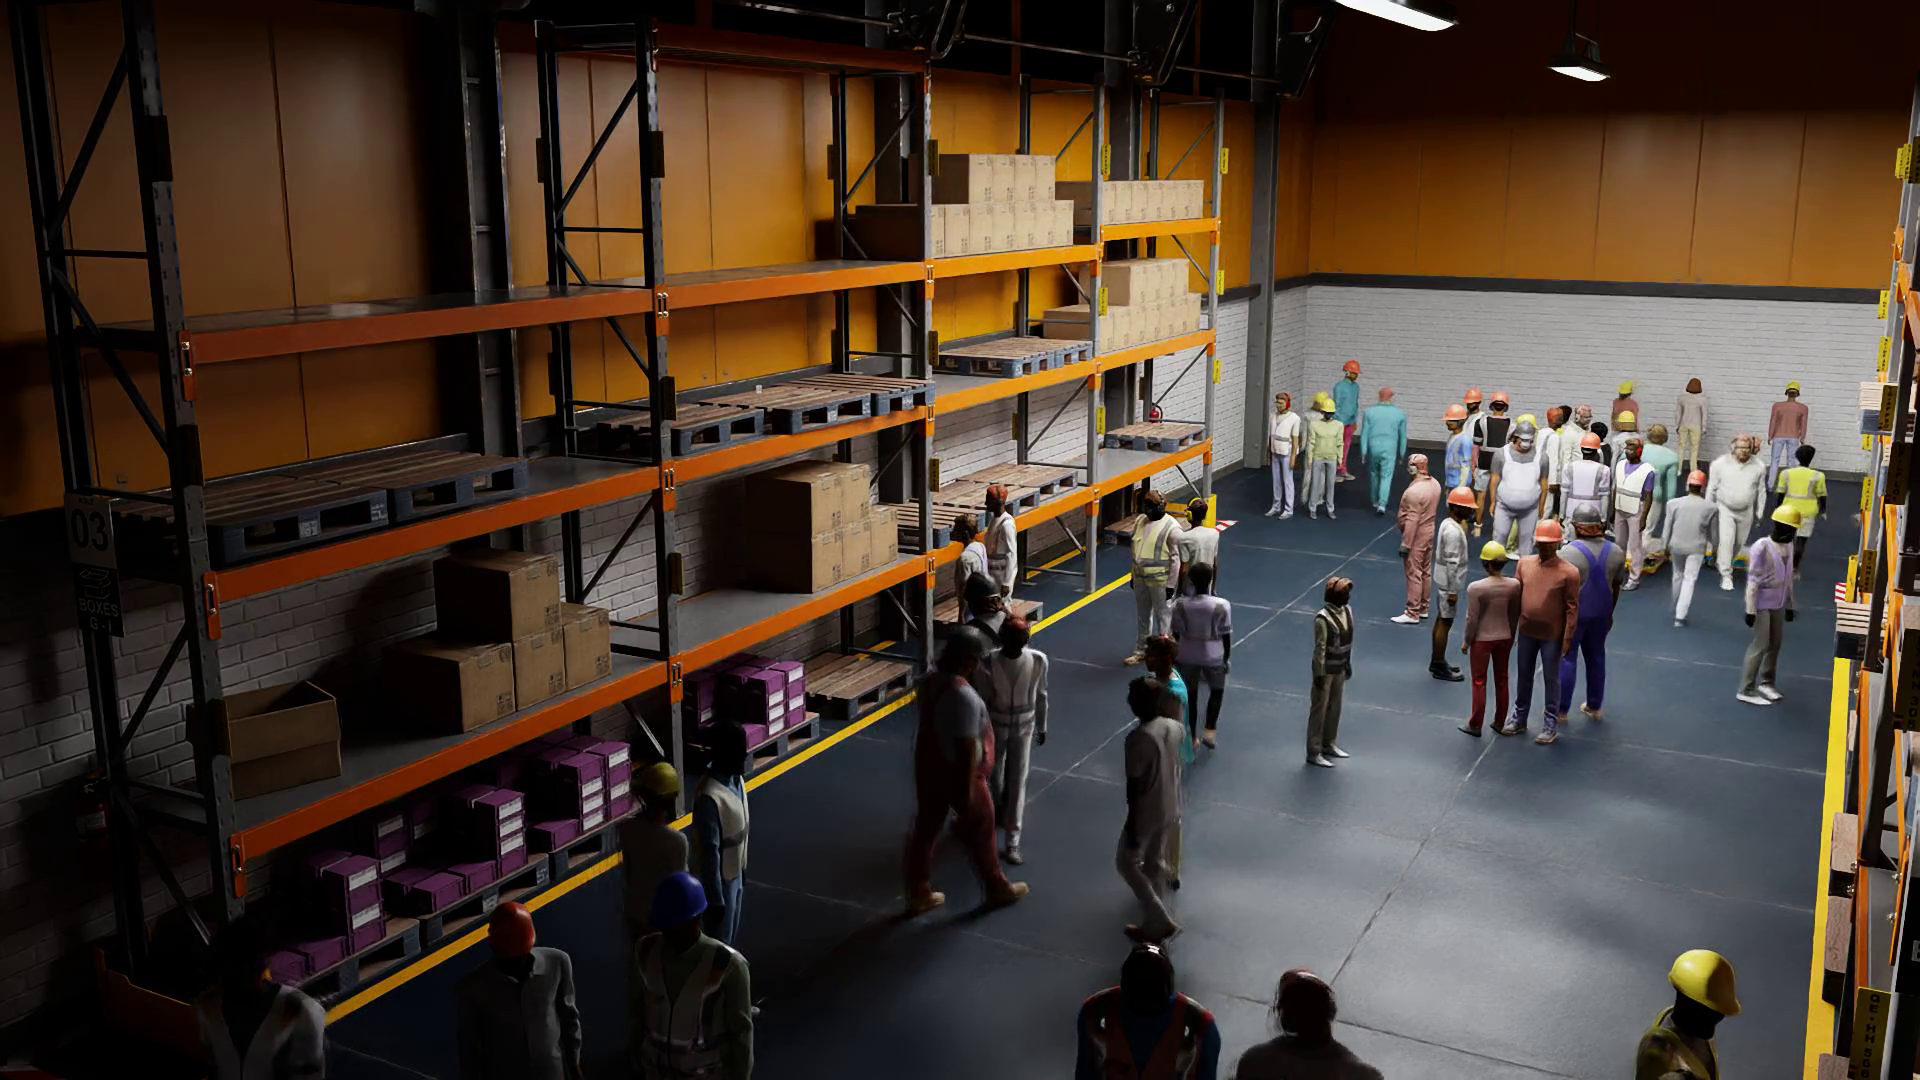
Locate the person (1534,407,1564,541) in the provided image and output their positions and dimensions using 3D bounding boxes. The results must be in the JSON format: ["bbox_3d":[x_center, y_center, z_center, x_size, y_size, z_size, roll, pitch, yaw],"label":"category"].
[{"bbox_3d":[7.850,-0.840,22.257,0.370,1.875,0.585,0,13,0],"label":"person"}]

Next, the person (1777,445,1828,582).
[{"bbox_3d":[10.381,-0.343,20.475,0.698,1.670,0.552,-12,17,-43],"label":"person"}]

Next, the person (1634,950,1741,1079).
[{"bbox_3d":[2.939,2.575,6.853,0.382,1.920,0.585,9,15,34],"label":"person"}]

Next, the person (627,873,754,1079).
[{"bbox_3d":[-1.227,2.411,7.520,0.614,1.946,0.389,5,13,20],"label":"person"}]

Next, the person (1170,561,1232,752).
[{"bbox_3d":[2.078,1.017,14.364,0.542,1.676,0.359,4,13,17],"label":"person"}]

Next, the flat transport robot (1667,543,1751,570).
[{"bbox_3d":[9.817,0.215,21.141,1.431,0.197,0.652,8,15,33],"label":"flat transport robot"}]

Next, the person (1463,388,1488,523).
[{"bbox_3d":[7.305,-1.208,23.774,0.389,1.930,0.544,-6,14,-24],"label":"person"}]

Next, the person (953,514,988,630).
[{"bbox_3d":[0.098,0.656,15.646,0.352,1.837,0.502,4,13,18],"label":"person"}]

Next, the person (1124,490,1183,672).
[{"bbox_3d":[1.941,0.402,16.761,0.429,1.844,0.627,-11,17,-40],"label":"person"}]

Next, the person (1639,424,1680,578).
[{"bbox_3d":[8.623,-0.504,20.758,0.638,1.868,1.042,11,16,40],"label":"person"}]

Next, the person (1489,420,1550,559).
[{"bbox_3d":[6.779,-0.465,20.189,0.684,2.000,0.537,3,13,12],"label":"person"}]

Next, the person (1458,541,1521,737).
[{"bbox_3d":[4.709,0.878,14.795,0.525,1.770,0.306,-4,13,-15],"label":"person"}]

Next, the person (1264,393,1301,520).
[{"bbox_3d":[4.680,-1.220,24.032,0.388,1.837,0.561,-8,15,-31],"label":"person"}]

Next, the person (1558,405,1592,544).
[{"bbox_3d":[8.310,-0.881,22.395,0.651,1.895,0.400,-11,17,-40],"label":"person"}]

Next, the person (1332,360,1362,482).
[{"bbox_3d":[6.246,-1.918,26.855,0.623,1.980,0.432,-11,17,-40],"label":"person"}]

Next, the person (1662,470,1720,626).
[{"bbox_3d":[8.157,0.069,18.570,0.573,1.696,0.916,8,15,33],"label":"person"}]

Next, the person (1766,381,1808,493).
[{"bbox_3d":[12.861,-1.588,25.871,0.532,1.755,0.342,4,13,19],"label":"person"}]

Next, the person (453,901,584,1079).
[{"bbox_3d":[-2.024,2.476,7.716,0.573,1.737,0.355,-8,15,-31],"label":"person"}]

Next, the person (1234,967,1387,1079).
[{"bbox_3d":[1.439,2.629,6.725,0.661,1.869,0.712,10,16,37],"label":"person"}]

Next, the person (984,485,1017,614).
[{"bbox_3d":[0.405,0.361,16.846,0.337,1.882,0.585,-3,13,-13],"label":"person"}]

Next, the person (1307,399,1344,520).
[{"bbox_3d":[5.260,-1.161,23.944,0.527,1.761,0.340,0,13,-2],"label":"person"}]

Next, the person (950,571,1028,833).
[{"bbox_3d":[0.162,1.214,12.674,0.681,2.000,0.535,-10,16,-37],"label":"person"}]

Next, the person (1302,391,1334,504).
[{"bbox_3d":[5.341,-1.361,24.905,0.488,1.722,0.531,6,14,26],"label":"person"}]

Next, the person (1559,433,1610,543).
[{"bbox_3d":[7.406,-0.312,19.742,0.551,1.935,0.375,7,14,28],"label":"person"}]

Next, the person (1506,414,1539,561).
[{"bbox_3d":[7.186,-0.674,21.430,0.409,1.908,0.612,4,13,15],"label":"person"}]

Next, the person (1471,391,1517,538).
[{"bbox_3d":[7.288,-1.020,22.710,0.614,2.031,0.403,2,13,11],"label":"person"}]

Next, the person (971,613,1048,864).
[{"bbox_3d":[0.353,1.387,12.398,0.607,1.841,0.968,-1,13,-3],"label":"person"}]

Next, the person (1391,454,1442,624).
[{"bbox_3d":[5.059,-0.015,18.497,0.406,1.902,0.638,10,16,38],"label":"person"}]

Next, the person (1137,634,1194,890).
[{"bbox_3d":[1.429,1.542,11.635,0.388,1.849,0.564,-1,13,-4],"label":"person"}]

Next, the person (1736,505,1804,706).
[{"bbox_3d":[7.638,0.604,15.697,0.627,1.910,0.424,-9,15,-34],"label":"person"}]

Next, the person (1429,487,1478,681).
[{"bbox_3d":[4.879,0.420,16.469,0.376,1.934,0.547,3,13,12],"label":"person"}]

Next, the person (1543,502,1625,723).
[{"bbox_3d":[5.653,0.647,15.213,0.688,2.000,0.536,-3,13,-12],"label":"person"}]

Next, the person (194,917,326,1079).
[{"bbox_3d":[-2.972,2.524,7.037,0.610,1.940,0.699,1,13,6],"label":"person"}]

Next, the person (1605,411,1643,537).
[{"bbox_3d":[9.118,-0.909,22.870,0.484,1.738,0.321,-4,13,-16],"label":"person"}]

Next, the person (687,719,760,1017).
[{"bbox_3d":[-1.388,1.953,9.646,0.370,1.915,0.597,1,13,5],"label":"person"}]

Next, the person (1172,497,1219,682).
[{"bbox_3d":[2.291,0.502,16.244,0.517,1.873,0.334,-8,15,-31],"label":"person"}]

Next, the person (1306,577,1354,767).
[{"bbox_3d":[3.148,1.103,14.103,0.319,1.630,0.529,11,17,41],"label":"person"}]

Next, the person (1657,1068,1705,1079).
[{"bbox_3d":[2.464,2.780,5.906,0.371,1.935,0.627,-5,13,-20],"label":"person"}]

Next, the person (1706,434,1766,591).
[{"bbox_3d":[9.385,-0.378,20.182,0.661,1.878,0.786,2,13,8],"label":"person"}]

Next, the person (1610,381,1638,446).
[{"bbox_3d":[10.593,-1.711,26.536,0.882,1.700,0.564,-7,15,-30],"label":"person"}]

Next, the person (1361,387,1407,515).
[{"bbox_3d":[6.212,-1.312,24.420,0.644,1.861,1.002,4,13,16],"label":"person"}]

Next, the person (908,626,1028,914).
[{"bbox_3d":[0.035,1.526,11.275,0.931,2.000,0.712,-8,15,-31],"label":"person"}]

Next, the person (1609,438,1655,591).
[{"bbox_3d":[8.055,-0.317,19.966,0.390,1.846,0.564,-6,14,-24],"label":"person"}]

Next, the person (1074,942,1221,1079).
[{"bbox_3d":[0.783,2.567,7.100,0.623,1.834,0.431,3,13,14],"label":"person"}]

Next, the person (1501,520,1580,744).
[{"bbox_3d":[5.113,0.795,14.652,0.382,1.994,0.622,-11,17,-41],"label":"person"}]

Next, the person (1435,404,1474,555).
[{"bbox_3d":[6.367,-0.736,21.430,0.416,2.035,0.609,-1,13,-4],"label":"person"}]

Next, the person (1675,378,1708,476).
[{"bbox_3d":[11.977,-1.839,27.253,0.507,1.636,0.273,11,17,42],"label":"person"}]

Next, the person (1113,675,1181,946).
[{"bbox_3d":[1.225,1.759,10.699,0.514,1.826,0.435,-11,17,-41],"label":"person"}]

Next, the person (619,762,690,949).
[{"bbox_3d":[-1.690,2.097,9.356,0.549,1.749,0.358,8,15,32],"label":"person"}]
